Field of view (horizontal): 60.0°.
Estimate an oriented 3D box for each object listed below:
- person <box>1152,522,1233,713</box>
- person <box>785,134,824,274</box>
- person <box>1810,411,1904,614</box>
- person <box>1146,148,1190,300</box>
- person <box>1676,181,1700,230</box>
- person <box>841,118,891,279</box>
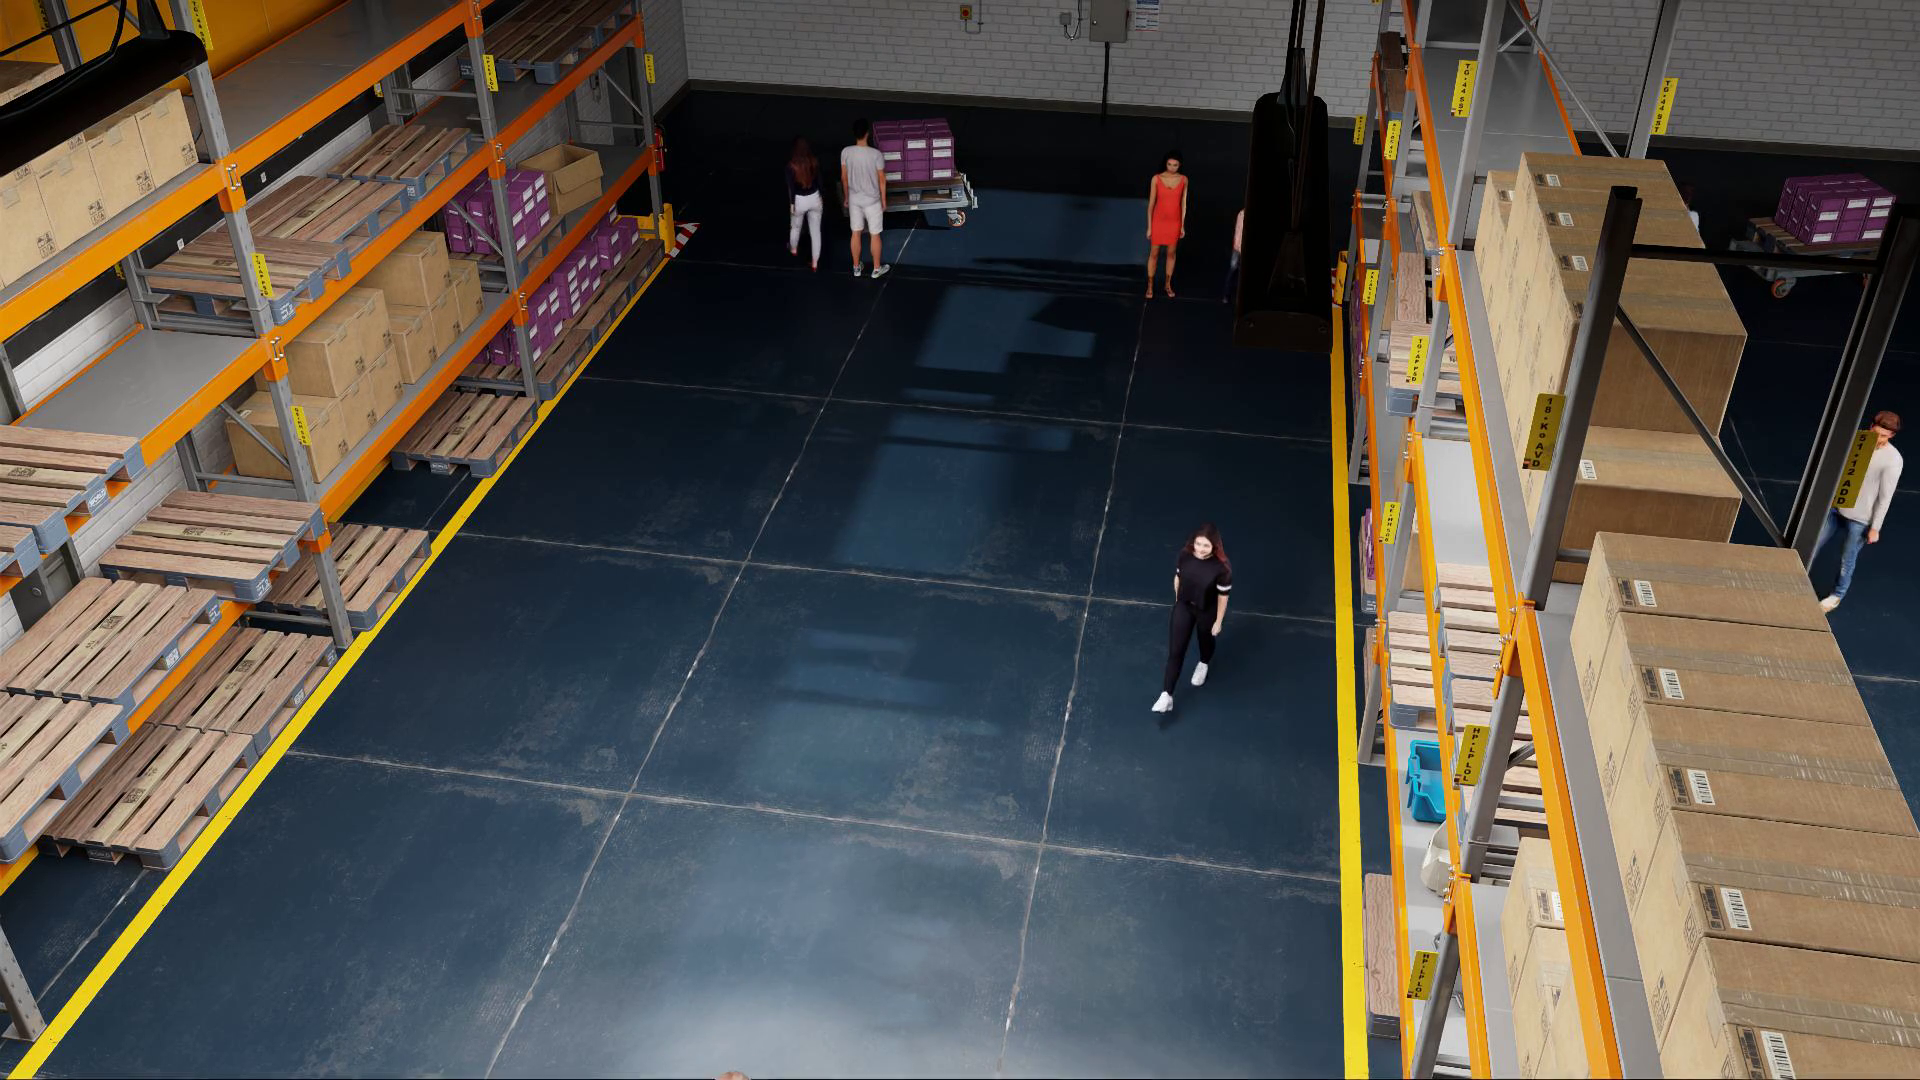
[{"bbox_3d":[1.842,0.501,12.548,0.838,1.593,1.146,18,38,25],"label":"person"},{"bbox_3d":[-1.737,-3.825,19.071,0.898,1.577,1.056,-11,35,-16],"label":"person"},{"bbox_3d":[7.213,-0.259,13.425,0.946,1.888,0.804,-5,34,-8],"label":"person"},{"bbox_3d":[2.292,-3.527,18.492,0.635,1.722,0.601,-1,34,-2],"label":"person"},{"bbox_3d":[7.394,-2.775,17.283,0.985,1.807,1.275,-7,34,-11],"label":"person"},{"bbox_3d":[-1.090,-3.884,18.907,0.713,1.855,0.623,11,35,15],"label":"person"}]
